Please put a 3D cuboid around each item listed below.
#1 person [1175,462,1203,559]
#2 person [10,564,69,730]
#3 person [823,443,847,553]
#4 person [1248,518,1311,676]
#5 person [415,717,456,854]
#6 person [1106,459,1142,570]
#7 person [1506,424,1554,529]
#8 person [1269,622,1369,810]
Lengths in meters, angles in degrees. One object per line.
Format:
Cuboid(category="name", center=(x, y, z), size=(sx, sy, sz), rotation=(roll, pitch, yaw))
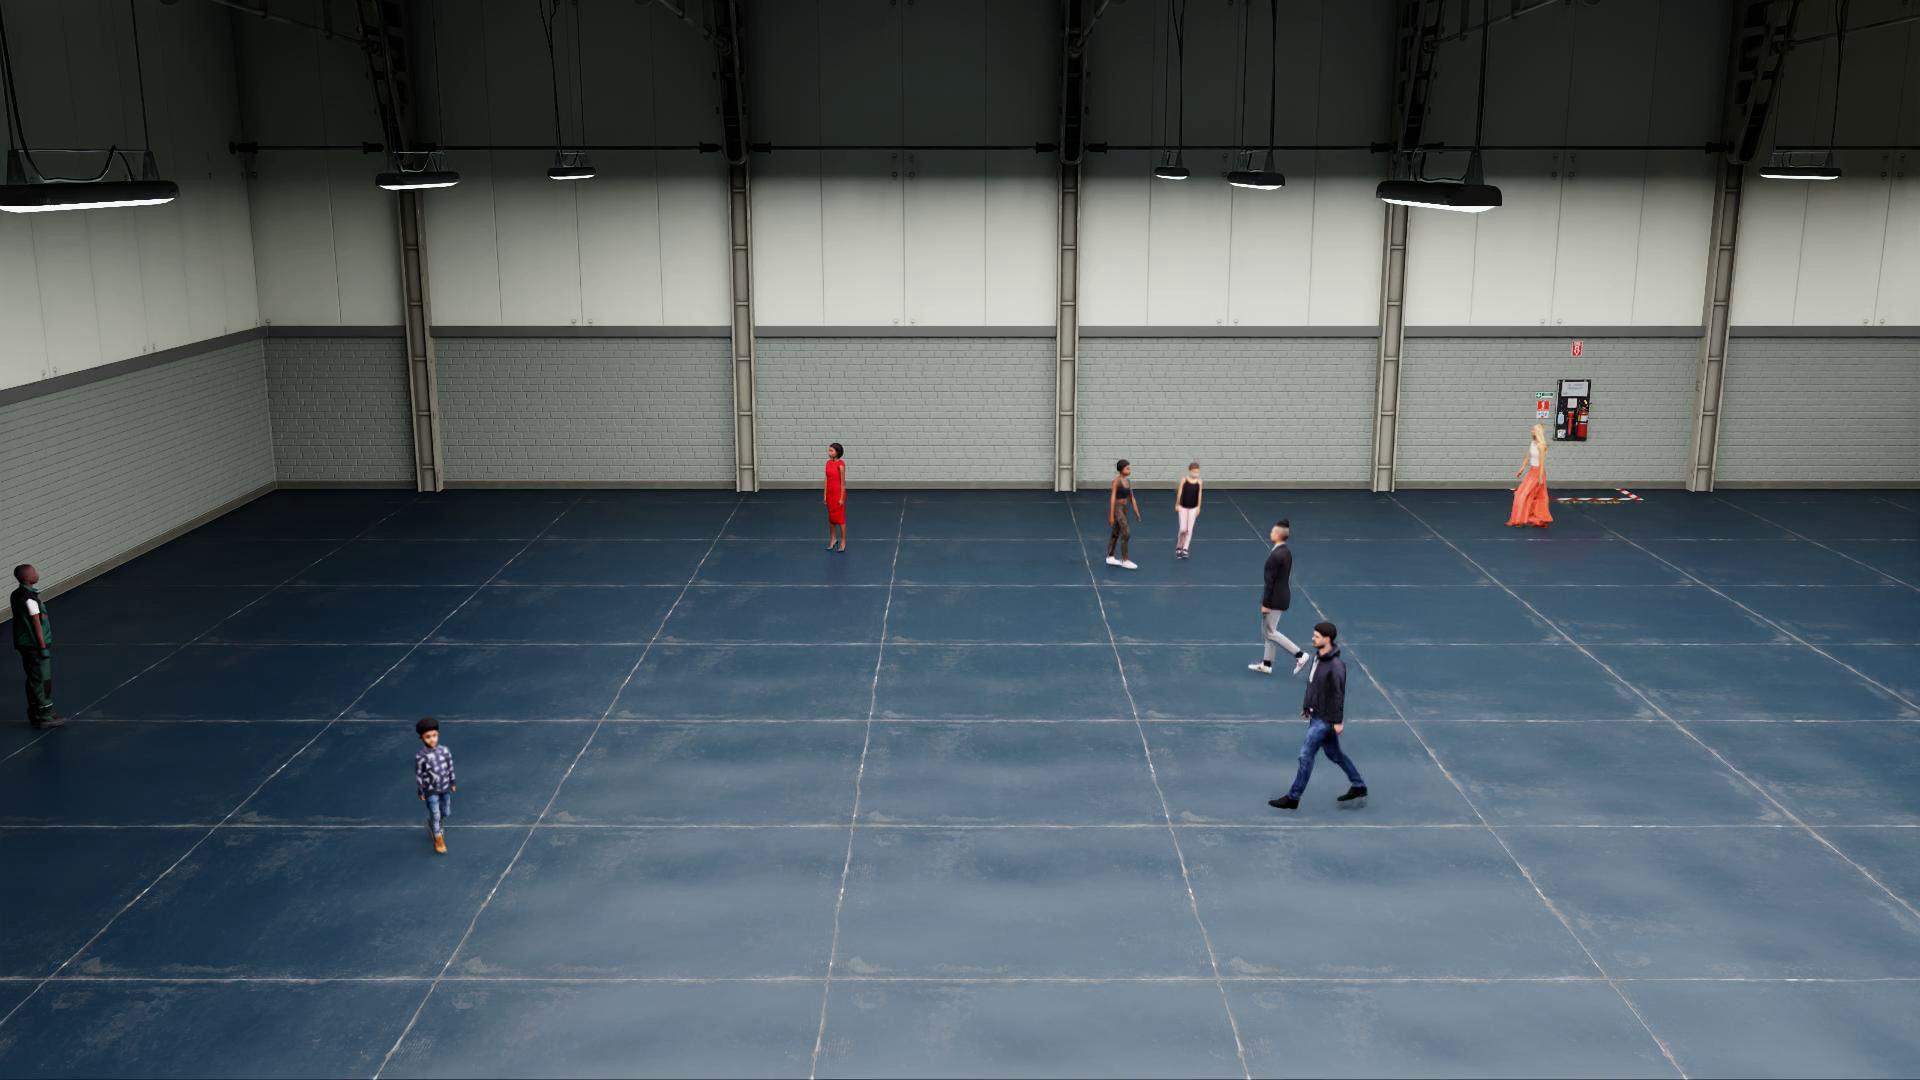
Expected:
Cuboid(category="person", center=(3.548, -0.486, 26.039), size=(0.535, 1.541, 0.636), rotation=(0, 13, 0))
Cuboid(category="person", center=(-10.189, 1.155, 18.288), size=(0.772, 1.840, 0.841), rotation=(12, 17, 41))
Cuboid(category="person", center=(-1.969, -0.686, 26.452), size=(0.622, 1.744, 0.696), rotation=(11, 17, 39))
Cuboid(category="person", center=(3.876, 0.711, 19.992), size=(1.130, 1.937, 0.957), rotation=(6, 14, 24))
Cuboid(category="person", center=(-4.771, 2.204, 15.085), size=(0.720, 1.241, 0.759), rotation=(-10, 16, -36))
Cuboid(category="person", center=(2.371, -0.409, 25.418), size=(0.977, 1.670, 0.885), rotation=(8, 15, 32))
Cuboid(category="person", center=(9.791, -1.056, 27.983), size=(1.041, 1.774, 0.700), rotation=(2, 13, 7))
Cuboid(category="person", center=(3.579, 1.701, 15.915), size=(1.244, 1.847, 0.759), rotation=(-1, 13, -6))
